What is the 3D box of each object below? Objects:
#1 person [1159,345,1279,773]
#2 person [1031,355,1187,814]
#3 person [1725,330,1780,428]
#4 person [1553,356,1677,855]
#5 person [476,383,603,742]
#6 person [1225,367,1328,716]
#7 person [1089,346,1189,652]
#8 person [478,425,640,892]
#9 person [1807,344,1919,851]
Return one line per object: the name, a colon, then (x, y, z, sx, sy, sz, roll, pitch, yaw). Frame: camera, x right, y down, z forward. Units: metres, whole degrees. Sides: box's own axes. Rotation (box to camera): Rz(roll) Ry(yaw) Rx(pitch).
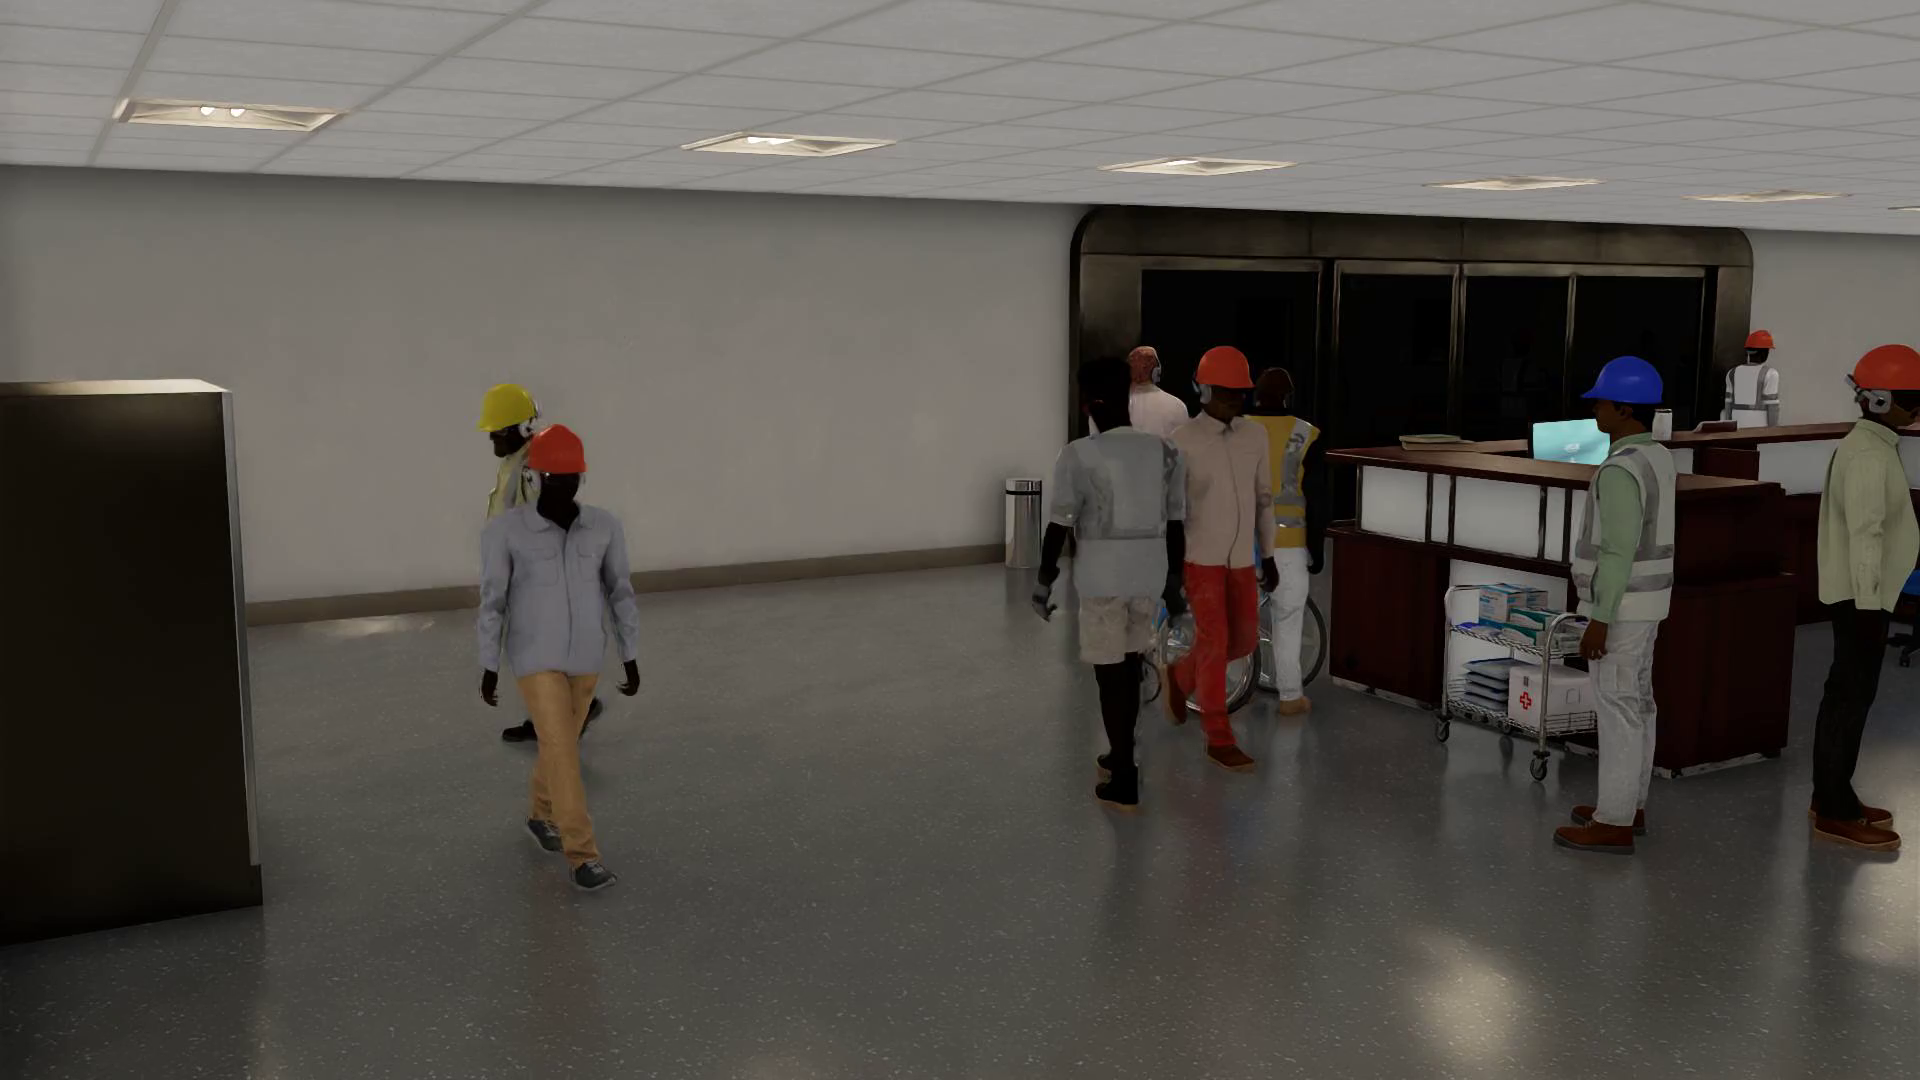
person: (1.171, 0.064, 7.874, 0.632, 1.968, 0.759, -5, 9, -31)
person: (0.621, 0.170, 7.228, 0.612, 1.926, 0.778, -4, 9, -28)
person: (7.731, -1.073, 16.217, 0.362, 1.938, 0.545, -5, 9, -31)
person: (2.604, 0.256, 6.551, 0.380, 1.951, 0.603, 5, 9, 34)
person: (-2.049, 0.142, 7.967, 0.514, 1.790, 0.661, -4, 9, -25)
person: (1.633, 0.008, 8.788, 0.633, 1.836, 0.429, 5, 9, 32)
person: (1.132, -0.255, 10.403, 0.652, 1.906, 0.402, 2, 8, 17)
person: (-1.490, 0.416, 6.262, 0.582, 1.703, 0.923, -6, 10, -37)
person: (3.636, 0.218, 6.658, 0.387, 1.992, 0.626, 4, 9, 26)
